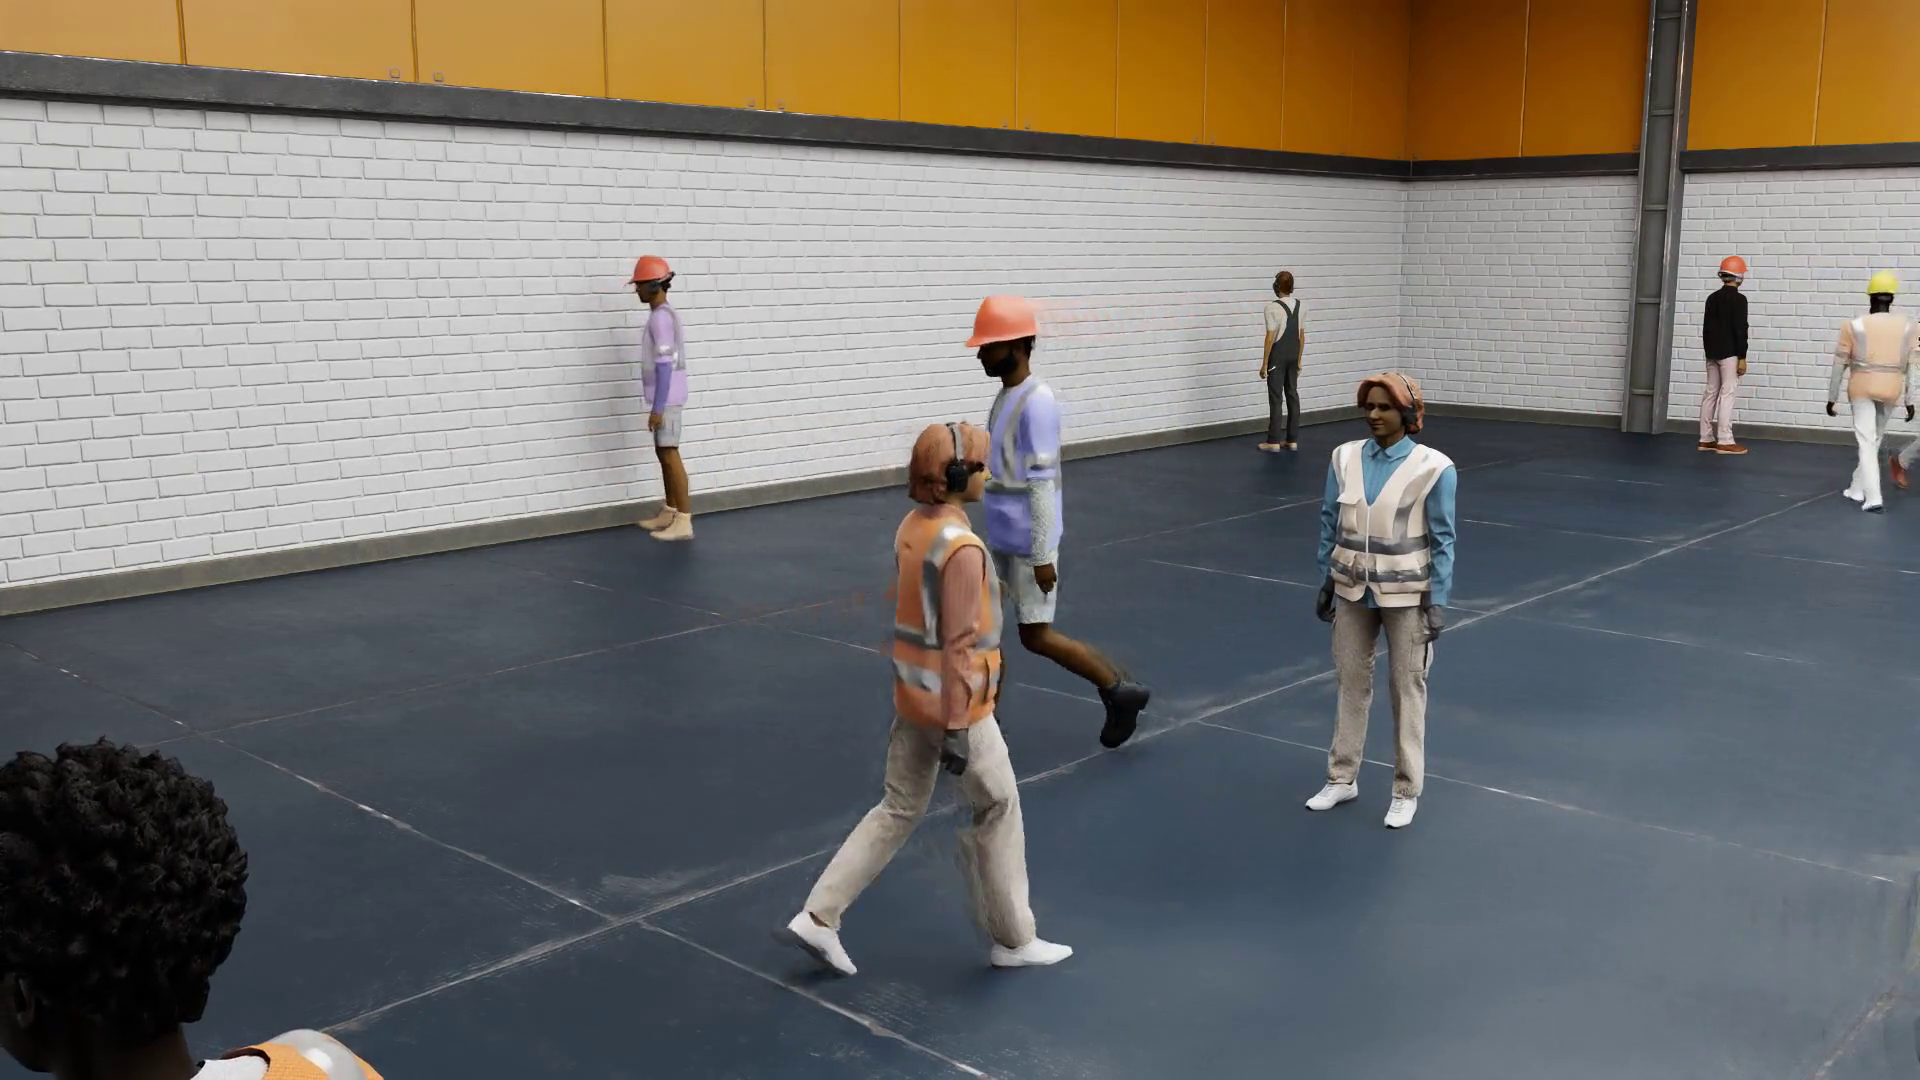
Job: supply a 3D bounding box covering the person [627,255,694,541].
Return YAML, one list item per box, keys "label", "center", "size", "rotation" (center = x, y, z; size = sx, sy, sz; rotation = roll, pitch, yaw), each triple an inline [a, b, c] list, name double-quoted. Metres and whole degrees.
- label: "person"
  center: [-2.146, -1.019, 11.919]
  size: [0.395, 2.039, 0.613]
  rotation: [-1, 10, -8]

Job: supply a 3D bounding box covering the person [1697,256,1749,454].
- label: "person"
  center: [7.773, -1.873, 16.871]
  size: [0.374, 1.997, 0.613]
  rotation: [-2, 10, -11]

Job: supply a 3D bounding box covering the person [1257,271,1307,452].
- label: "person"
  center: [3.290, -1.821, 17.005]
  size: [0.508, 1.846, 0.345]
  rotation: [-5, 11, -28]

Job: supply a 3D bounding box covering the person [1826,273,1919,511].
- label: "person"
  center: [7.290, -1.182, 13.283]
  size: [0.603, 1.882, 0.979]
  rotation: [2, 10, 9]

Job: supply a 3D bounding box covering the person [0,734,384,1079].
- label: "person"
  center: [-0.654, 0.997, 1.406]
  size: [0.318, 1.691, 0.534]
  rotation: [3, 10, 14]

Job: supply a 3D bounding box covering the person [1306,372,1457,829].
- label: "person"
  center: [1.524, 0.212, 6.008]
  size: [0.512, 1.642, 0.312]
  rotation: [9, 13, 41]

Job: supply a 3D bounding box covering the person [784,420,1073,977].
- label: "person"
  center: [-0.103, 0.464, 4.686]
  size: [0.801, 1.610, 0.524]
  rotation: [-4, 11, -20]

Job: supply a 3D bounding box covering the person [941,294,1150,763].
- label: "person"
  center: [0.323, -0.030, 6.669]
  size: [0.836, 1.905, 0.543]
  rotation: [-3, 10, -15]

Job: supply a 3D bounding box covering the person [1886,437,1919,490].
- label: "person"
  center: [8.075, -1.275, 13.671]
  size: [0.654, 1.923, 0.599]
  rotation: [-6, 12, -32]
